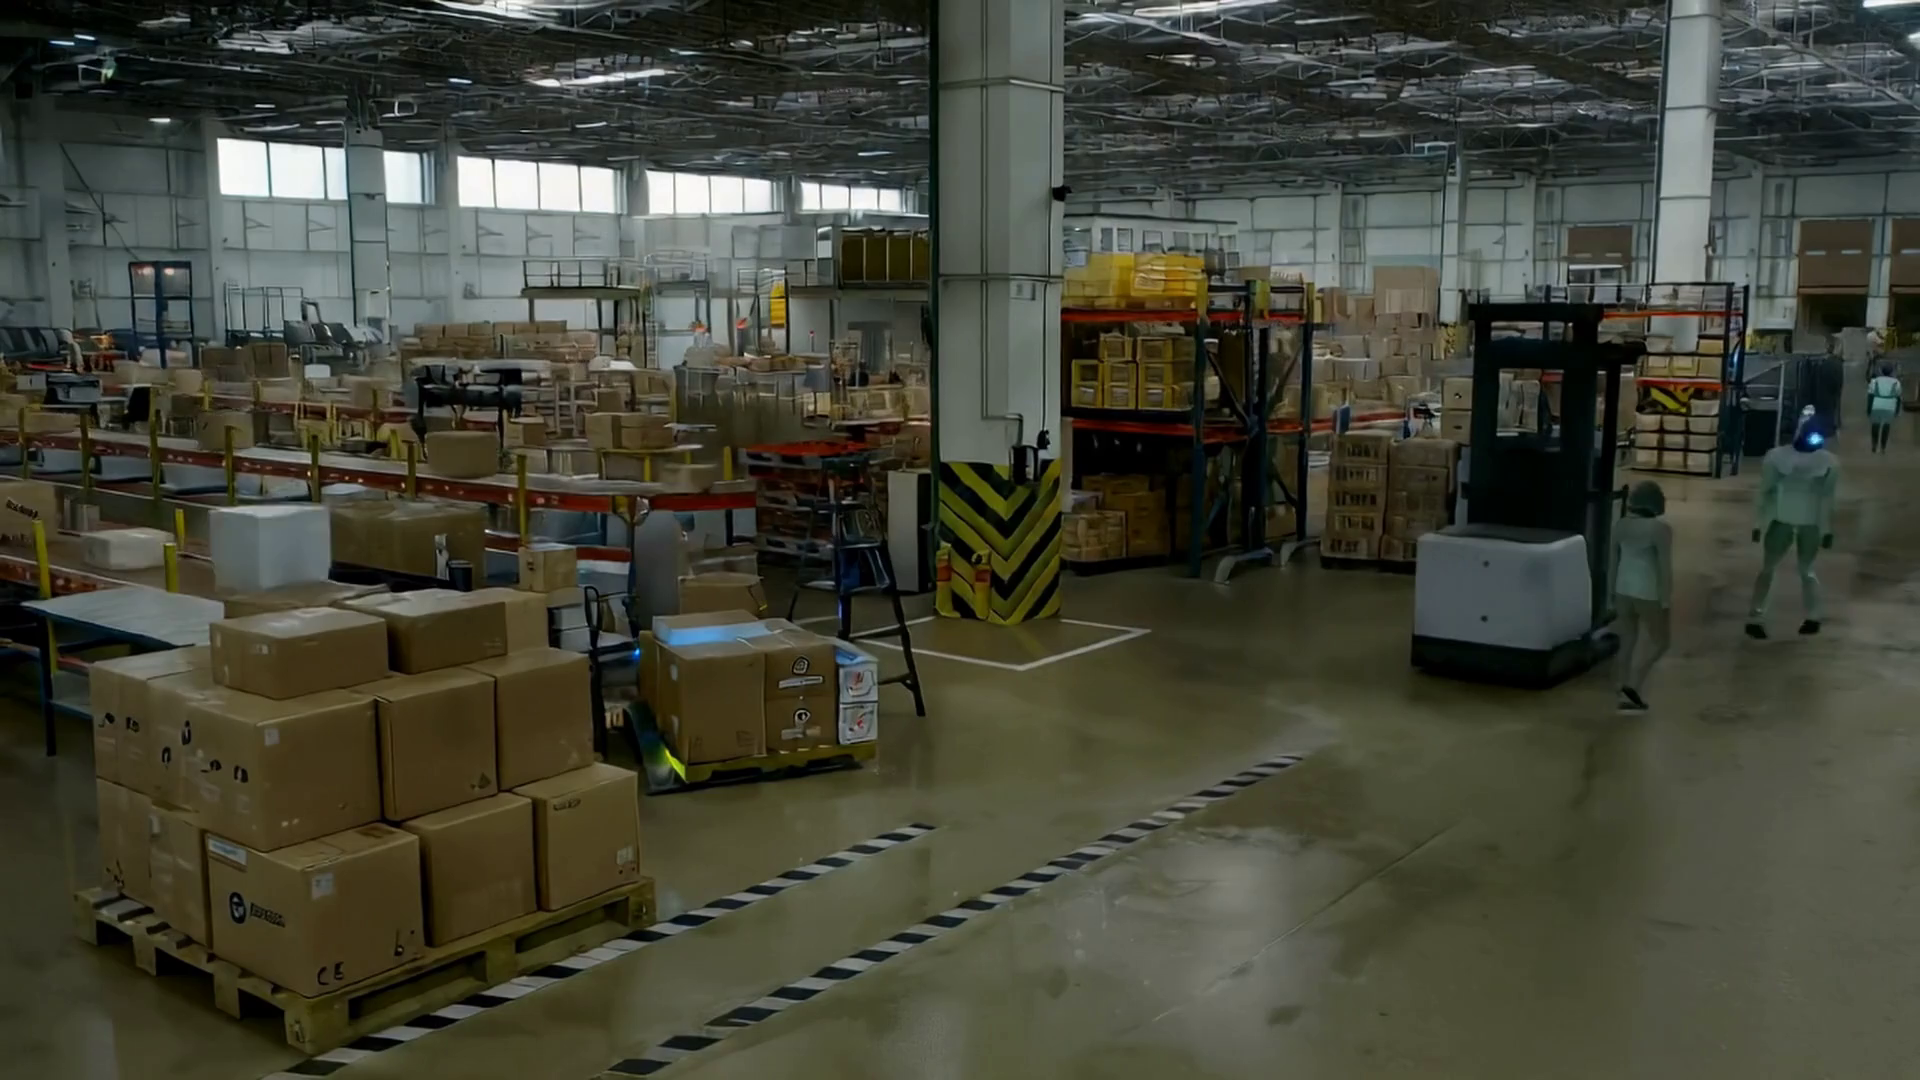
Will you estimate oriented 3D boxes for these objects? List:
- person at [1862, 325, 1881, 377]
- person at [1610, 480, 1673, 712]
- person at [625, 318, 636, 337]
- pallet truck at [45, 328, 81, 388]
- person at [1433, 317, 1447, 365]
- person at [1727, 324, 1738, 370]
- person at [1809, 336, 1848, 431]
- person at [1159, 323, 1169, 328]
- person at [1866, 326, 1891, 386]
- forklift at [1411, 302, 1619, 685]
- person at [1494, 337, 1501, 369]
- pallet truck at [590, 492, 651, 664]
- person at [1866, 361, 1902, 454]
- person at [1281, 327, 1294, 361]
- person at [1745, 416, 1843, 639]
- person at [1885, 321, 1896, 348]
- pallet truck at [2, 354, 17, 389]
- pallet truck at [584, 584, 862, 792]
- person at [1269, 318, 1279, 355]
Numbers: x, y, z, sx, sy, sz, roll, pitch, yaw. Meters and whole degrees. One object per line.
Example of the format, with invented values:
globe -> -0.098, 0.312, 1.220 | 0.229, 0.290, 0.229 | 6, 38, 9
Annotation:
person -> 31.785, -6.557, 57.761 | 0.947, 1.799, 0.627 | -1, 8, -5
person -> 4.695, 0.394, 11.437 | 0.341, 1.618, 0.528 | -4, 10, -28
person -> -14.129, -8.575, 71.162 | 0.924, 1.843, 0.611 | 6, 11, 37
pallet truck -> -23.775, -4.544, 43.495 | 1.885, 1.965, 0.823 | 6, 10, 35
person -> 19.483, -8.075, 67.547 | 0.368, 1.932, 0.623 | -7, 11, -41
person -> 29.003, -7.236, 62.494 | 0.490, 1.743, 0.324 | -2, 9, -12
person -> 18.370, -3.347, 35.281 | 0.675, 2.000, 0.942 | -4, 9, -26
person -> 6.033, -5.522, 50.073 | 0.650, 2.001, 0.590 | -1, 8, -6
person -> 28.535, -5.694, 51.590 | 0.590, 1.903, 0.772 | -1, 9, -9
forklift -> 4.379, -0.438, 12.852 | 1.129, 2.768, 1.873 | 7, 11, 37
person -> 13.014, -4.034, 40.619 | 0.931, 1.838, 0.523 | 8, 12, 44
pallet truck -> -3.115, 0.344, 12.883 | 0.653, 1.274, 1.630 | 7, 11, 37
person -> 16.718, -2.396, 30.084 | 0.550, 1.673, 0.545 | 5, 10, 28
person -> 10.661, -5.983, 53.817 | 0.799, 1.811, 0.599 | 4, 9, 23
person -> 7.041, -0.111, 14.022 | 0.664, 1.888, 0.614 | 4, 9, 23
person -> 33.207, -6.865, 59.431 | 0.414, 1.917, 0.582 | 3, 9, 18
pallet truck -> -24.881, -4.417, 42.634 | 1.885, 1.965, 0.823 | 8, 11, 41
pallet truck -> -1.426, 0.805, 10.019 | 1.601, 1.201, 0.680 | -4, 9, -26
person -> 13.755, -8.816, 72.892 | 0.431, 1.833, 0.642 | 3, 9, 19
